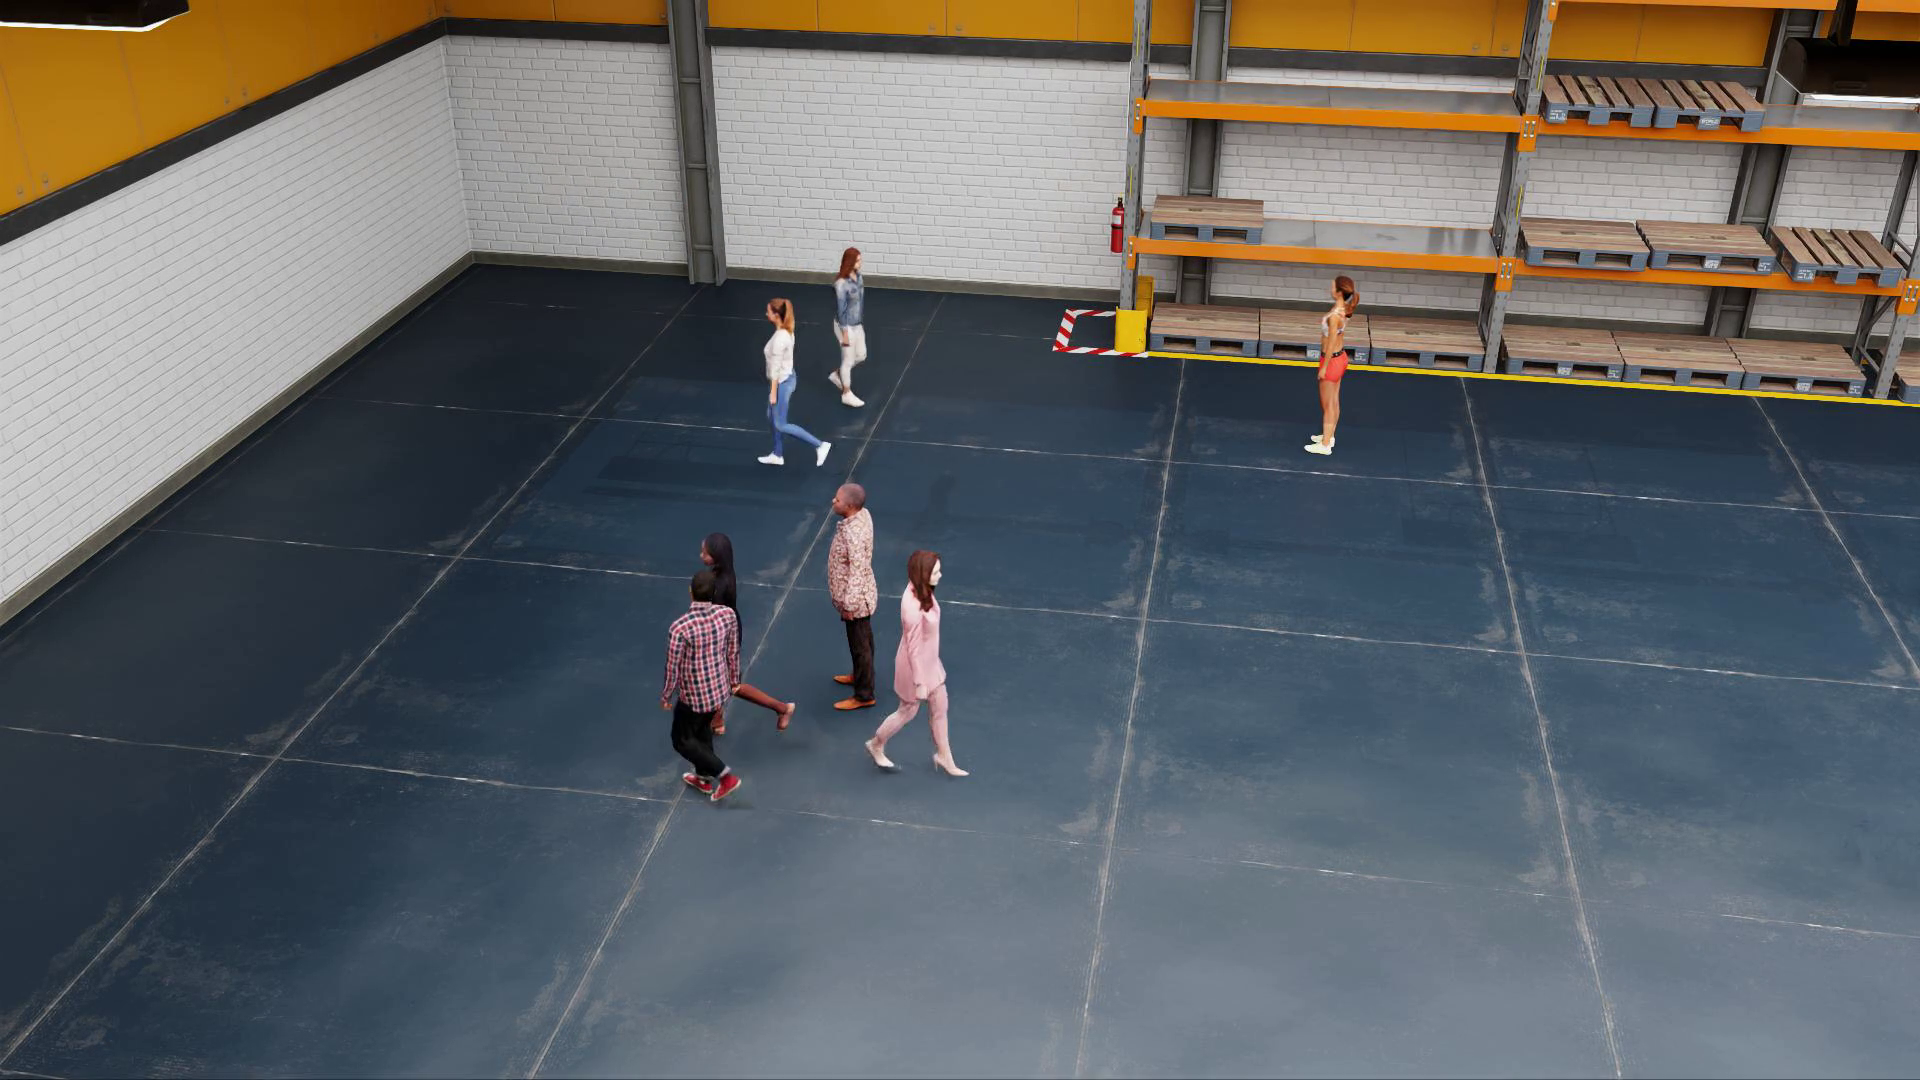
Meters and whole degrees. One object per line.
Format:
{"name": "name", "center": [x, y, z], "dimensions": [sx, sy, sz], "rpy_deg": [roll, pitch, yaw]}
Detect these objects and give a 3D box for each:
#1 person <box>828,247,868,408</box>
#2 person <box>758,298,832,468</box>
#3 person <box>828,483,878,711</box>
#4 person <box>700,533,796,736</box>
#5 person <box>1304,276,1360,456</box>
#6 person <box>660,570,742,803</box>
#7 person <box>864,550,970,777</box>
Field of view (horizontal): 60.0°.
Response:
{"name": "person", "center": [-1.228, -2.200, 17.091], "dimensions": [0.817, 1.685, 0.738], "rpy_deg": [15, 32, 25]}
{"name": "person", "center": [-1.598, -1.435, 15.671], "dimensions": [0.988, 1.701, 0.691], "rpy_deg": [2, 29, 3]}
{"name": "person", "center": [-0.758, 0.390, 12.213], "dimensions": [0.653, 1.808, 0.720], "rpy_deg": [-1, 29, -1]}
{"name": "person", "center": [-1.587, 0.714, 11.732], "dimensions": [1.075, 1.701, 0.778], "rpy_deg": [-1, 29, -1]}
{"name": "person", "center": [3.599, -1.692, 16.048], "dimensions": [0.667, 1.792, 0.645], "rpy_deg": [15, 32, 25]}
{"name": "person", "center": [-1.690, 1.016, 11.145], "dimensions": [0.960, 1.732, 0.895], "rpy_deg": [18, 33, 30]}
{"name": "person", "center": [-0.374, 0.869, 11.371], "dimensions": [1.002, 1.773, 0.676], "rpy_deg": [6, 29, 10]}
